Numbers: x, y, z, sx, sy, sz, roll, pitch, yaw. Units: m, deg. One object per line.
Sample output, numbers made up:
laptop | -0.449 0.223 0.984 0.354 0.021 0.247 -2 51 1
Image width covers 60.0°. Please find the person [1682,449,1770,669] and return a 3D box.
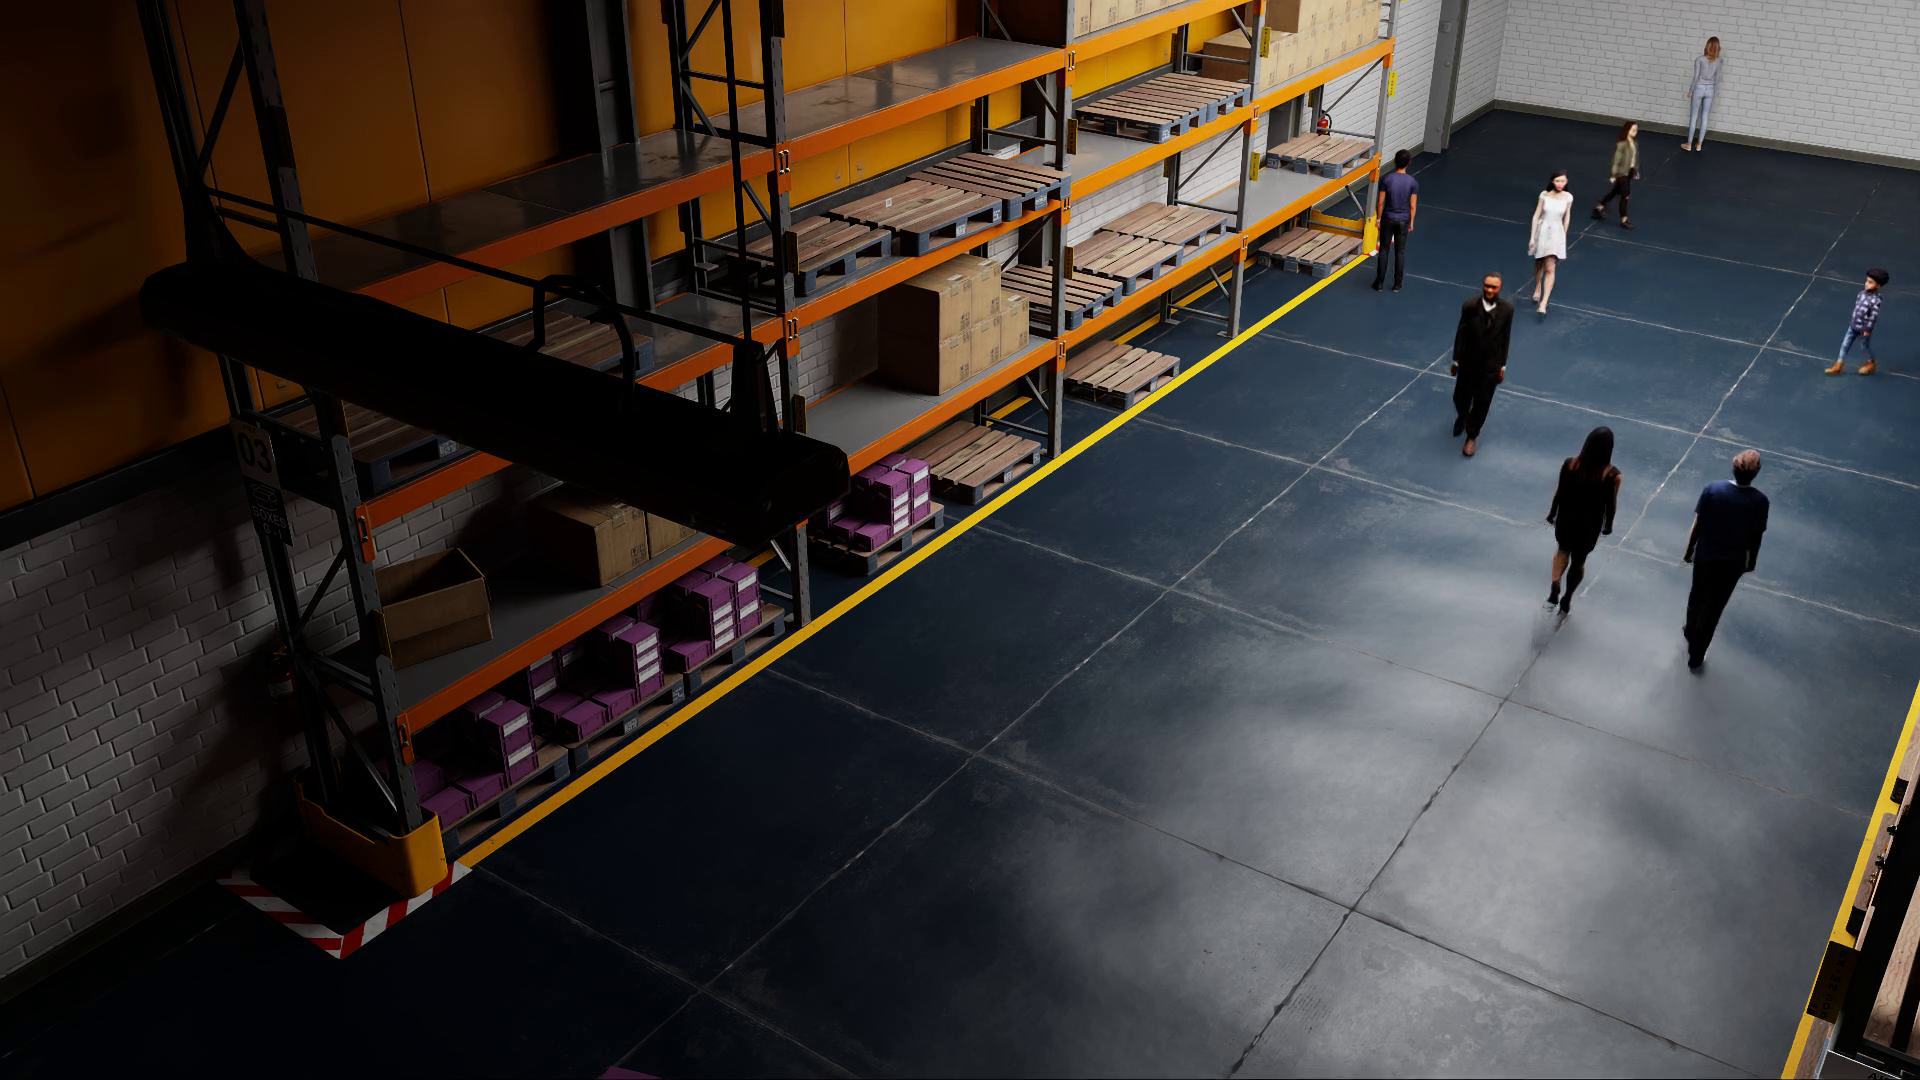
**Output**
person | 5.981 0.181 13.138 0.677 1.845 0.893 19 34 31

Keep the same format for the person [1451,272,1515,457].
person | 5.259 -1.816 16.749 0.818 1.893 0.939 9 30 17

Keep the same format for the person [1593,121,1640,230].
person | 9.237 -5.134 23.299 0.979 1.446 0.808 -21 35 -34

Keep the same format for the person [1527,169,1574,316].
person | 7.162 -3.668 20.319 0.843 1.725 1.251 9 30 16

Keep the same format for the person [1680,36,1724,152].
person | 11.902 -7.152 26.632 0.668 1.796 0.688 1 29 1

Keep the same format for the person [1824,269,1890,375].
person | 10.112 -2.412 18.536 0.891 1.229 0.809 -6 29 -12

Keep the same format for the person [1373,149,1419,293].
person | 5.456 -4.004 20.865 0.705 1.793 0.663 7 29 12

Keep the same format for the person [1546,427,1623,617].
person | 5.126 -0.108 13.812 0.673 1.707 0.663 17 33 28
